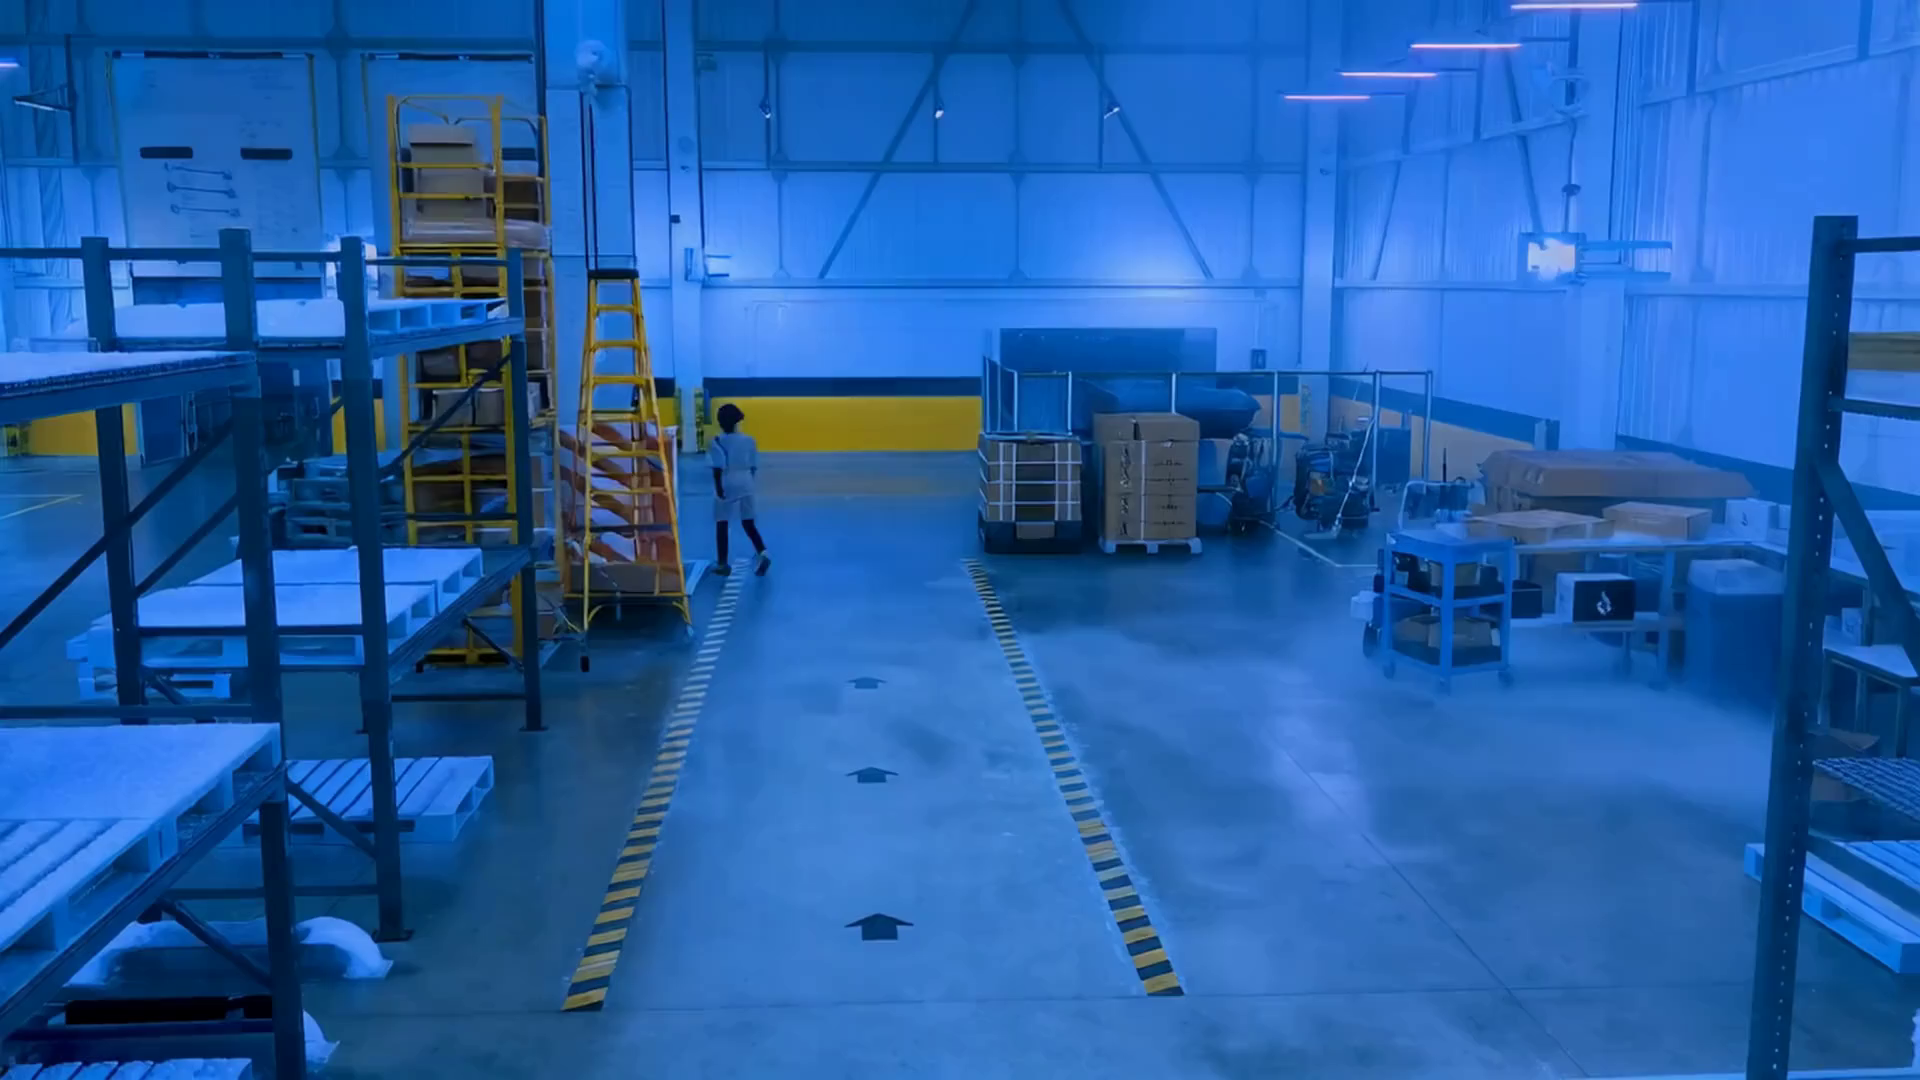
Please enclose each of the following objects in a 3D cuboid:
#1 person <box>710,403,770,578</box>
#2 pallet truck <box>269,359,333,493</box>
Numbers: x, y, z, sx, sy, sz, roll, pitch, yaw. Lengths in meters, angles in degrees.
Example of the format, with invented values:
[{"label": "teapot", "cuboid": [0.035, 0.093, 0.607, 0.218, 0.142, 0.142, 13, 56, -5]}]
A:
[{"label": "person", "cuboid": [-2.109, -0.463, 15.816, 0.533, 1.672, 0.742, -7, 11, -38]}, {"label": "pallet truck", "cuboid": [-7.062, -1.131, 18.996, 1.885, 1.965, 0.823, 2, 9, 13]}]
